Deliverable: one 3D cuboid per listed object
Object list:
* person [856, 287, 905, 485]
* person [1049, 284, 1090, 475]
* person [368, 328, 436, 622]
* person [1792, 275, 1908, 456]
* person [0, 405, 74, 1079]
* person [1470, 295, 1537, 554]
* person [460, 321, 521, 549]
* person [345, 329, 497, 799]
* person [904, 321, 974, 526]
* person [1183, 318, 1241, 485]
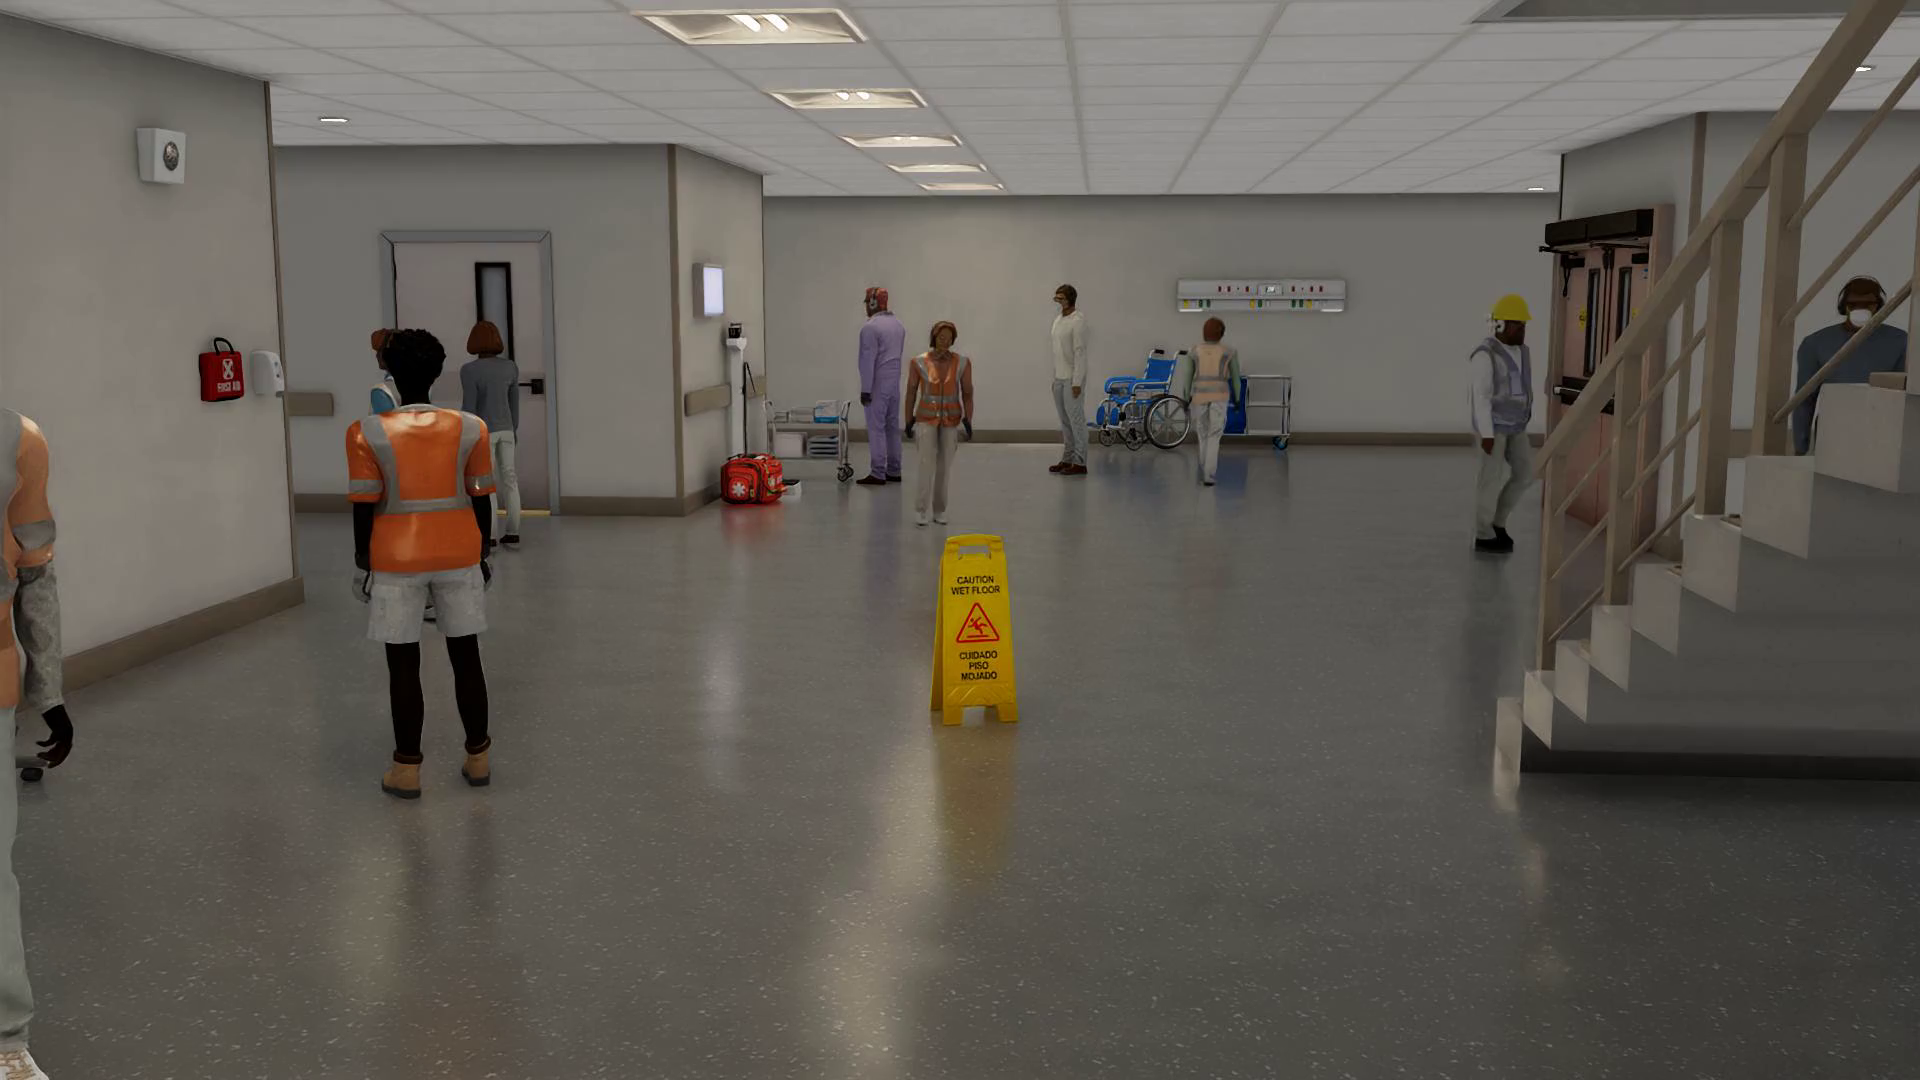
[{"bbox_3d":[-0.784,-1.484,16.042,0.399,1.900,0.647,4,9,27],"label":"person"},{"bbox_3d":[1.107,-1.624,16.895,0.371,1.932,0.628,-3,9,-20],"label":"person"},{"bbox_3d":[-3.027,-0.329,9.047,0.313,1.642,0.513,2,9,11],"label":"person"},{"bbox_3d":[5.142,-0.549,9.584,0.635,1.931,0.378,4,9,26],"label":"person"},{"bbox_3d":[-2.241,0.336,3.579,0.594,1.920,0.379,-7,11,-38],"label":"person"},{"bbox_3d":[3.791,-0.799,11.639,0.625,1.817,0.424,-7,11,-39],"label":"person"},{"bbox_3d":[-3.368,-0.748,11.927,0.284,1.633,0.497,6,10,34],"label":"person"},{"bbox_3d":[-1.946,0.085,6.046,0.540,1.695,0.317,-6,10,-34],"label":"person"},{"bbox_3d":[-0.162,-0.904,13.054,0.524,1.612,0.538,-2,9,-13],"label":"person"},{"bbox_3d":[2.451,-1.343,16.111,0.541,1.590,0.875,3,9,23],"label":"person"}]
